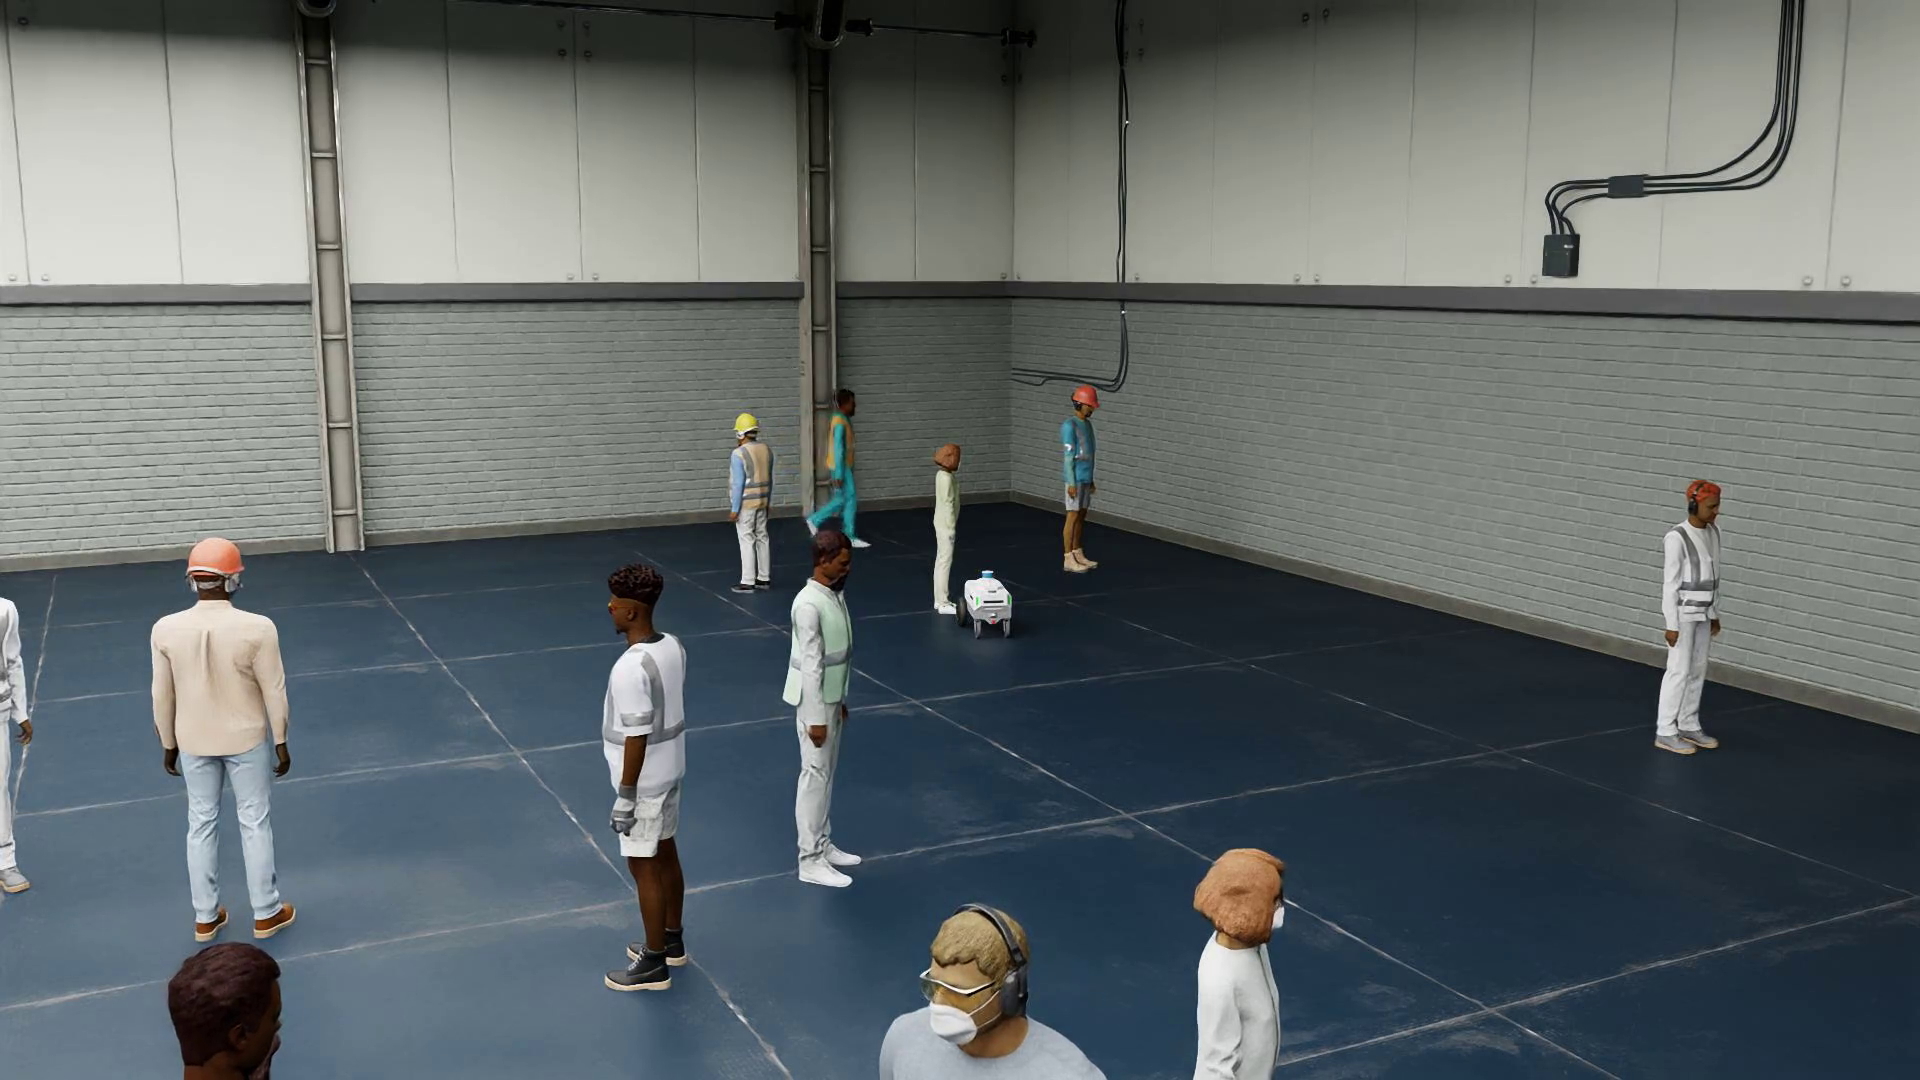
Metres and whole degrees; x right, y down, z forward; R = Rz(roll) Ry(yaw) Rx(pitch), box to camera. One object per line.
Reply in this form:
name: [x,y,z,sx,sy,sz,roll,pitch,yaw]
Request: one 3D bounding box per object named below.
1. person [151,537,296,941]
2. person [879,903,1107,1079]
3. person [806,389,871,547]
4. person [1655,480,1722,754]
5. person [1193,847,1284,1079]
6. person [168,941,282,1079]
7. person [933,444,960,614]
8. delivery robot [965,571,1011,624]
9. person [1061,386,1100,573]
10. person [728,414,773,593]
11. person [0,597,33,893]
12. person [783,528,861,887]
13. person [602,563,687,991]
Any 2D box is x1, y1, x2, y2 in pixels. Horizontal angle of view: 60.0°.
person: [-3.600,0.976,8.158,0.626,1.991,0.390,-1,9,-5]
person: [0.060,1.728,3.693,0.637,1.938,0.355,7,11,35]
person: [-1.441,-0.848,19.708,0.697,1.895,0.602,0,9,-1]
person: [4.983,0.519,11.340,0.584,1.877,0.362,-7,12,-38]
person: [0.810,1.689,4.873,0.289,1.634,0.499,3,10,18]
person: [-1.516,1.779,3.462,0.597,1.912,0.373,2,9,11]
person: [-0.115,-0.112,15.970,0.284,1.632,0.498,-1,9,-8]
delivery robot: [0.252,0.522,15.087,0.477,0.478,0.707,-1,9,-8]
person: [1.332,-0.668,18.171,0.387,2.034,0.605,4,10,25]
person: [-2.153,-0.375,16.980,0.404,1.829,0.600,6,11,31]
person: [-5.164,0.949,8.663,0.340,1.881,0.586,8,12,42]
person: [-0.746,0.896,8.969,0.390,1.891,0.587,1,9,7]
person: [-1.448,1.075,7.630,0.361,1.964,0.614,1,9,9]
